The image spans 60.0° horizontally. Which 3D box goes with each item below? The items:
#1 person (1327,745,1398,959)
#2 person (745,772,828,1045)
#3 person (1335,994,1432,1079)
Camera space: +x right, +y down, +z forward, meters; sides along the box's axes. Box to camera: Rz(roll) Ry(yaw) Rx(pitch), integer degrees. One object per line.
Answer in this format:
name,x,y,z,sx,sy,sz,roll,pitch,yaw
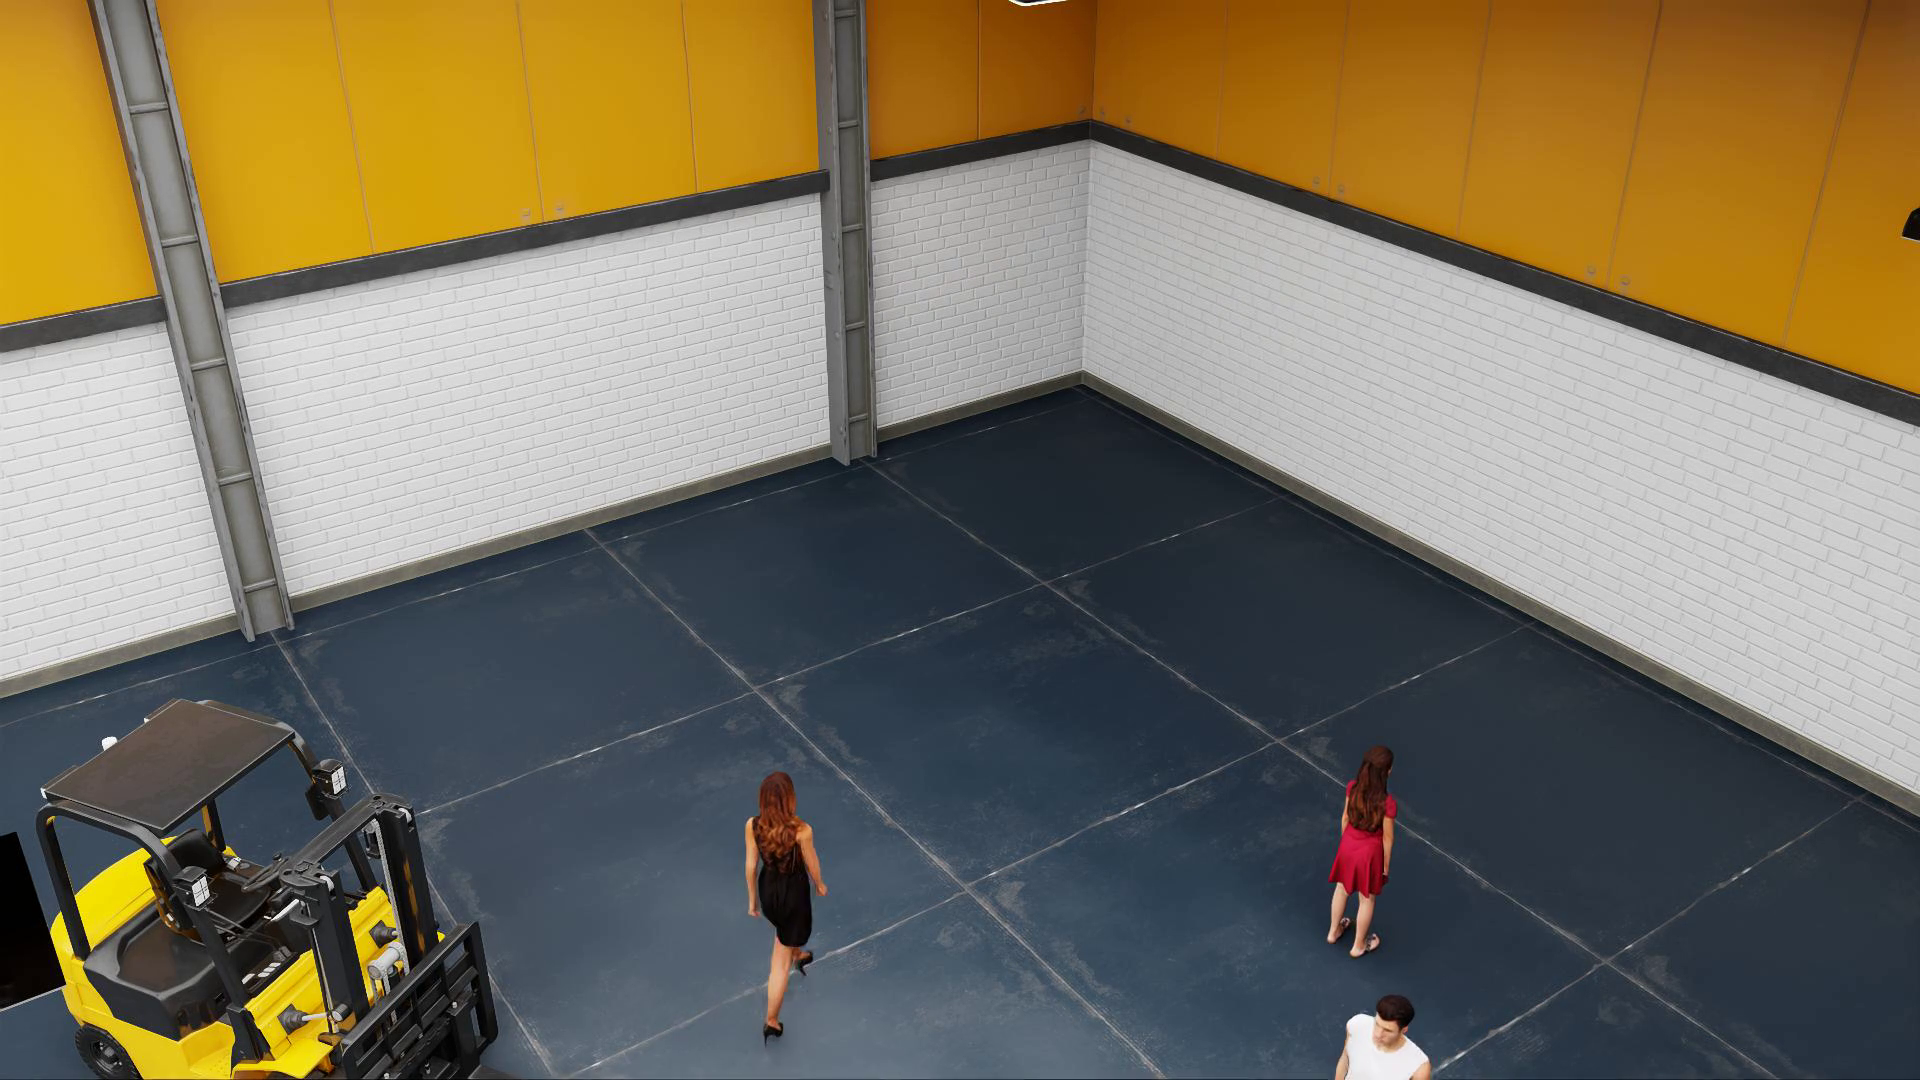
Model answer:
person,2.566,1.975,10.623,0.593,1.551,0.655,23,36,36
person,-1.085,2.236,9.884,0.948,1.801,1.083,9,30,17
person,2.182,2.964,8.583,0.862,1.769,0.654,-20,35,-33
